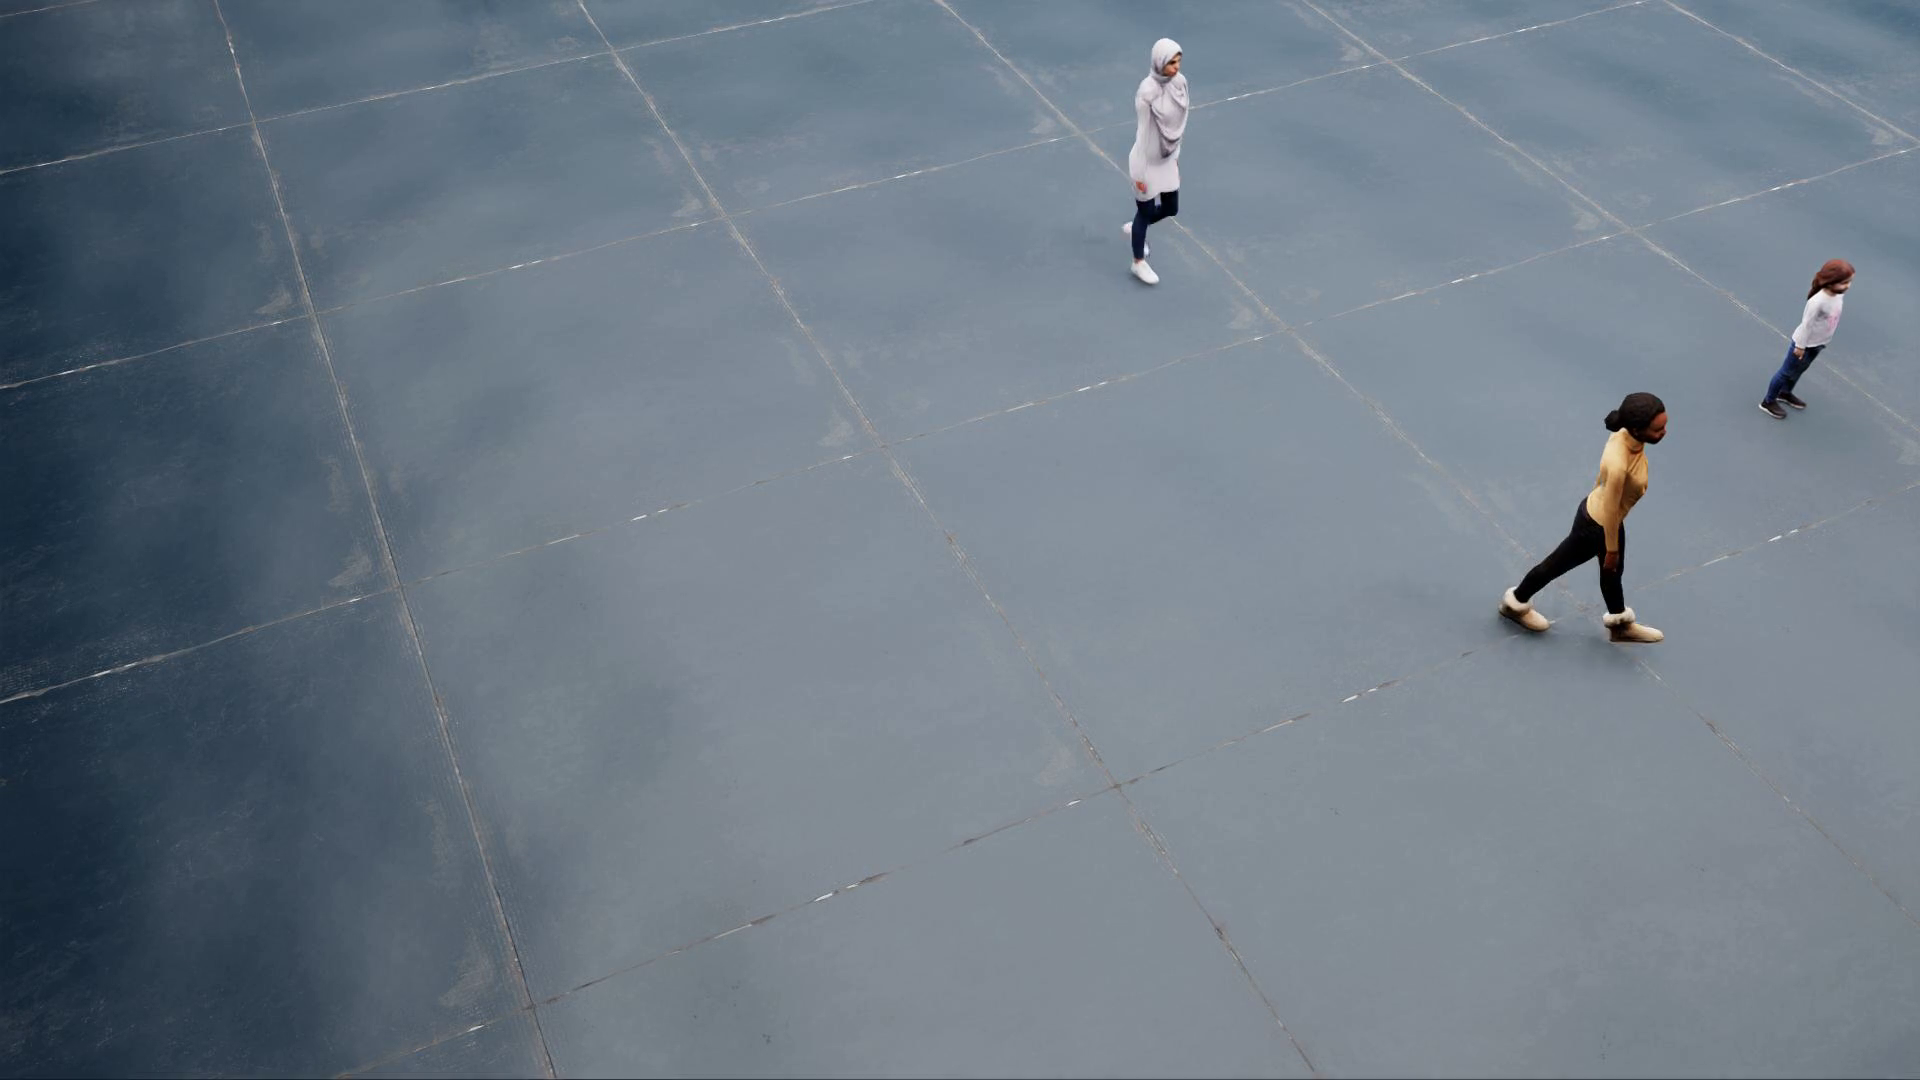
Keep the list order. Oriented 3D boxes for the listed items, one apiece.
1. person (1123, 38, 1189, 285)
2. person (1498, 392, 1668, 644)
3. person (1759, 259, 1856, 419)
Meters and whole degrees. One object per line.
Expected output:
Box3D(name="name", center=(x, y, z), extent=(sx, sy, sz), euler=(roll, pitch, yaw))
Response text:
Box3D(name="person", center=(1.255, -2.594, 11.299), extent=(0.679, 1.766, 0.759), euler=(-27, 49, -26))
Box3D(name="person", center=(3.240, -0.104, 8.668), extent=(1.163, 1.617, 1.017), euler=(20, 46, 21))
Box3D(name="person", center=(5.277, -1.270, 10.329), extent=(0.465, 1.110, 0.492), euler=(-24, 47, -24))
